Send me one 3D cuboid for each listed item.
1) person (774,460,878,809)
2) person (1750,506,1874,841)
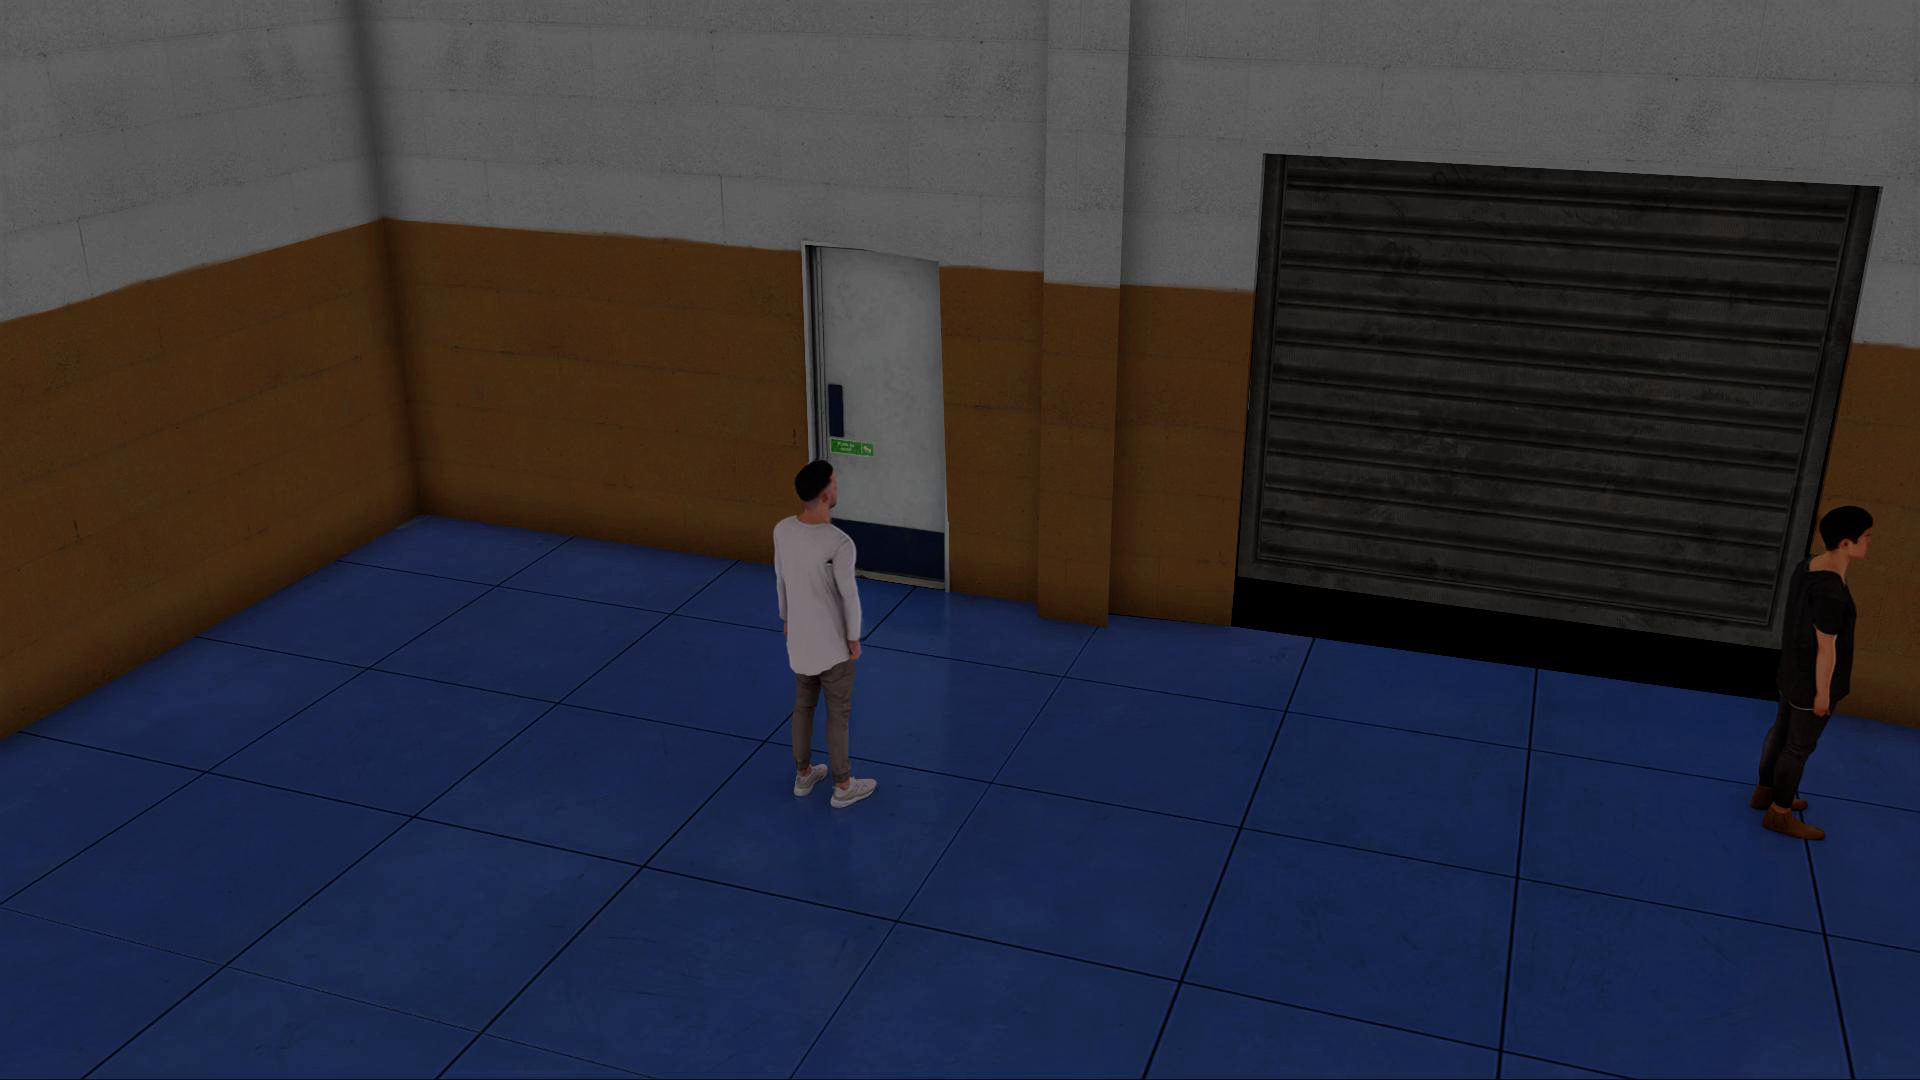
[{"bbox_3d":[-0.702,0.466,8.394,0.599,1.839,0.781,15,26,33],"label":"person"},{"bbox_3d":[4.167,0.629,8.155,0.585,1.715,0.655,4,22,11],"label":"person"}]
